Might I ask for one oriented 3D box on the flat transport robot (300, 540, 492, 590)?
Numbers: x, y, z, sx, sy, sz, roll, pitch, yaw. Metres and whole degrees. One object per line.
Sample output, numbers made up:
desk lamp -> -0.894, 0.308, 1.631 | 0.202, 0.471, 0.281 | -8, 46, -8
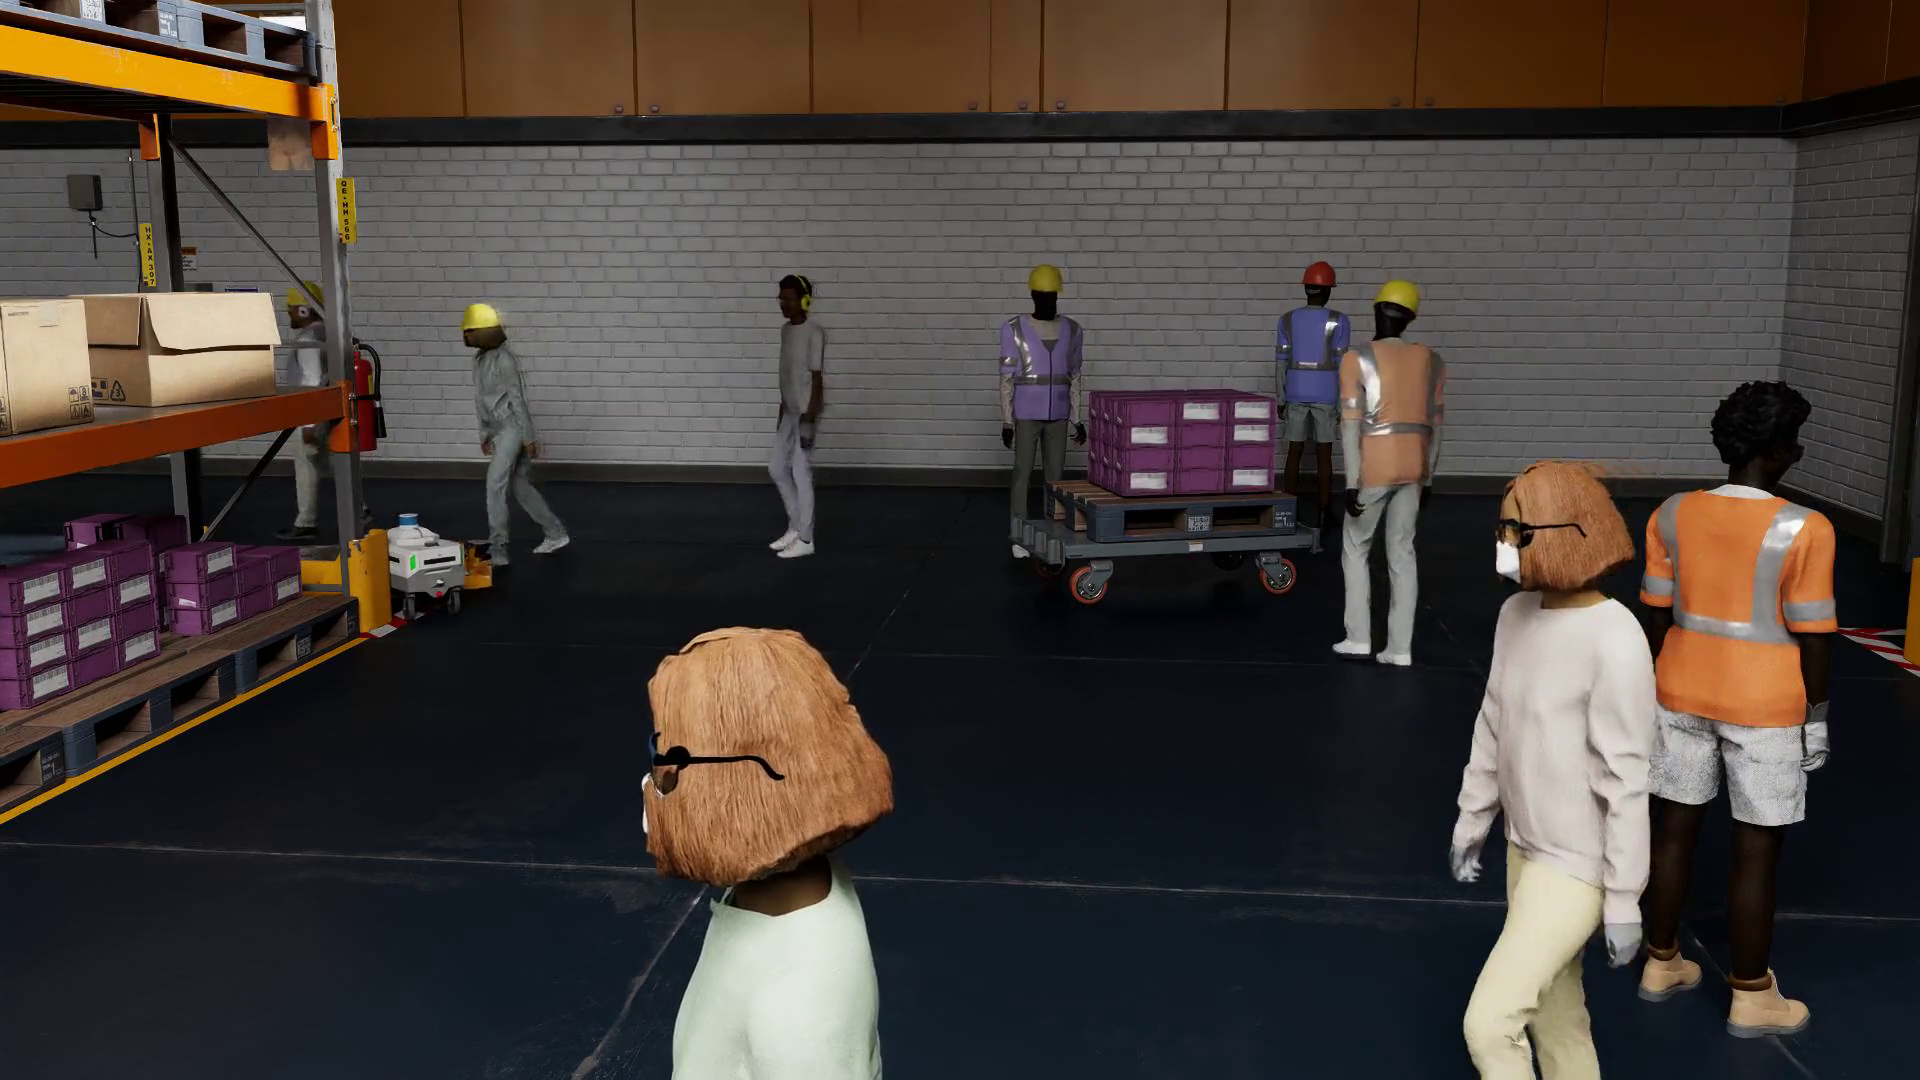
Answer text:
flat transport robot -> -3.536, 0.167, 9.917 | 1.431, 0.197, 0.652 | -3, 10, -15

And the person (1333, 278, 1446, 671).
person -> 2.096, -0.318, 8.083 | 0.601, 1.879, 0.600 | -2, 10, -13

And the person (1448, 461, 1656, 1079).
person -> 1.104, 0.648, 3.316 | 0.563, 1.613, 0.521 | -1, 10, -4

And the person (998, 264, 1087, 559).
person -> 0.557, -0.835, 10.930 | 0.614, 1.925, 0.387 | -4, 11, -20

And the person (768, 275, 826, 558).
person -> -1.088, -0.811, 10.982 | 0.384, 1.857, 0.590 | -7, 12, -33

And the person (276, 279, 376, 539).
person -> -4.512, -0.910, 11.702 | 0.531, 1.839, 0.604 | 0, 10, -3

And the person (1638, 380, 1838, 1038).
person -> 2.013, 0.434, 4.327 | 0.320, 1.692, 0.532 | -6, 12, -31

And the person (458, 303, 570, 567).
person -> -2.875, -0.689, 10.772 | 0.750, 1.697, 0.501 | -8, 13, -38

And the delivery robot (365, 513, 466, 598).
delivery robot -> -3.052, 0.096, 9.243 | 0.477, 0.478, 0.707 | -9, 14, -43

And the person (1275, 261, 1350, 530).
person -> 2.572, -1.046, 12.096 | 0.551, 1.935, 0.371 | 5, 11, 29

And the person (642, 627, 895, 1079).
person -> -0.202, 0.897, 1.842 | 0.265, 1.632, 0.508 | -2, 10, -10
